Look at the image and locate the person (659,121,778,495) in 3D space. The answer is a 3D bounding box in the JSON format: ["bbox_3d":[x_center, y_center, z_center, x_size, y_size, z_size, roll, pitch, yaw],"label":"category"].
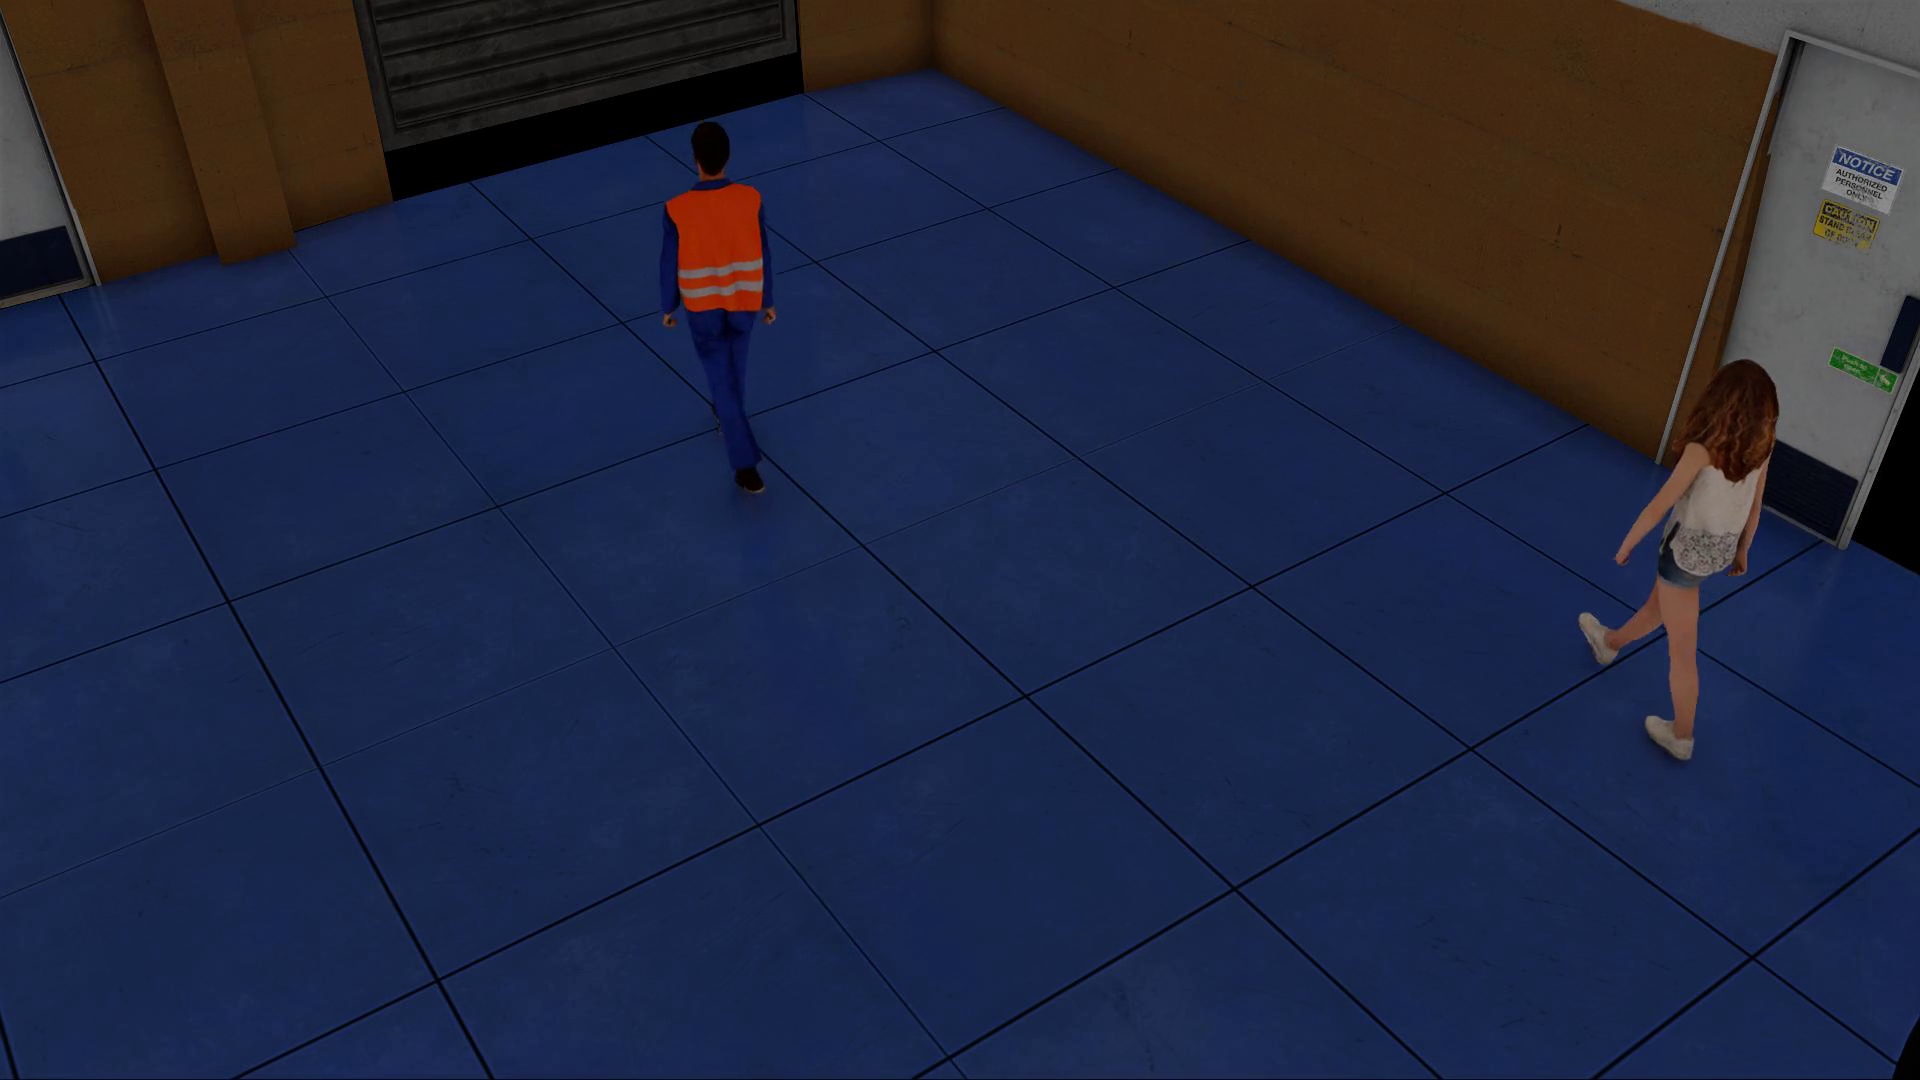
[{"bbox_3d":[-1.139,-1.076,8.062,1.204,1.823,0.932,-14,39,-18],"label":"person"}]

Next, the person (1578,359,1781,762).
[{"bbox_3d":[2.932,0.148,6.511,1.049,1.728,0.842,-12,39,-16],"label":"person"}]
